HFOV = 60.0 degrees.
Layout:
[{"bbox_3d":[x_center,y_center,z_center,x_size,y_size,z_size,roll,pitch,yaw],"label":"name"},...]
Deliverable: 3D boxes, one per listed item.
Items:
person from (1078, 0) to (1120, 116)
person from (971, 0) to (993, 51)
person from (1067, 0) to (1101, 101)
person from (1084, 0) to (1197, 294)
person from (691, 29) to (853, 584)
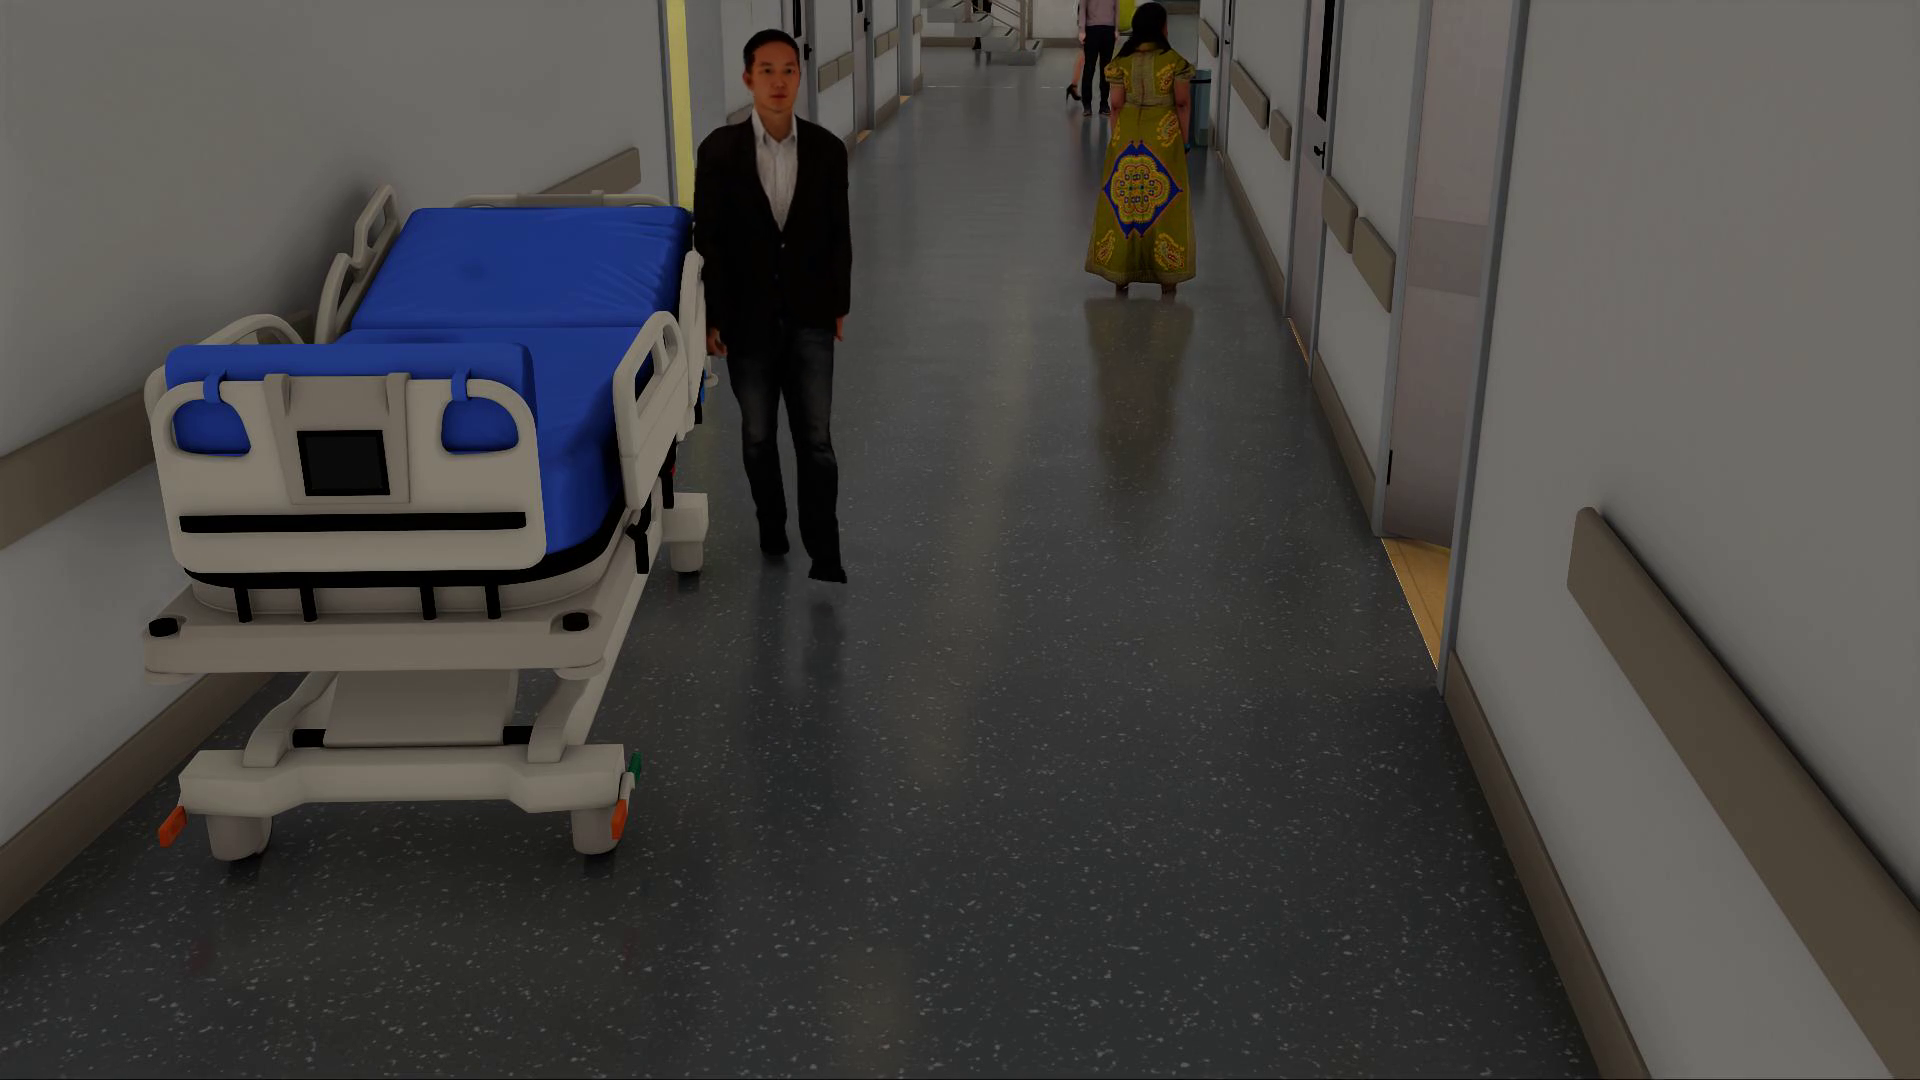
[{"bbox_3d":[1.544,-5.628,18.364,0.590,1.808,0.751,-5,21,-12],"label":"person"},{"bbox_3d":[0.364,-8.833,27.051,0.574,1.649,0.709,10,23,25],"label":"person"},{"bbox_3d":[1.505,-5.995,19.367,1.208,1.785,1.092,-15,25,-34],"label":"person"},{"bbox_3d":[1.100,-2.305,9.804,0.742,1.658,0.940,4,21,11],"label":"person"},{"bbox_3d":[-0.639,-0.769,5.586,1.067,1.773,0.944,-4,21,-10],"label":"person"}]
